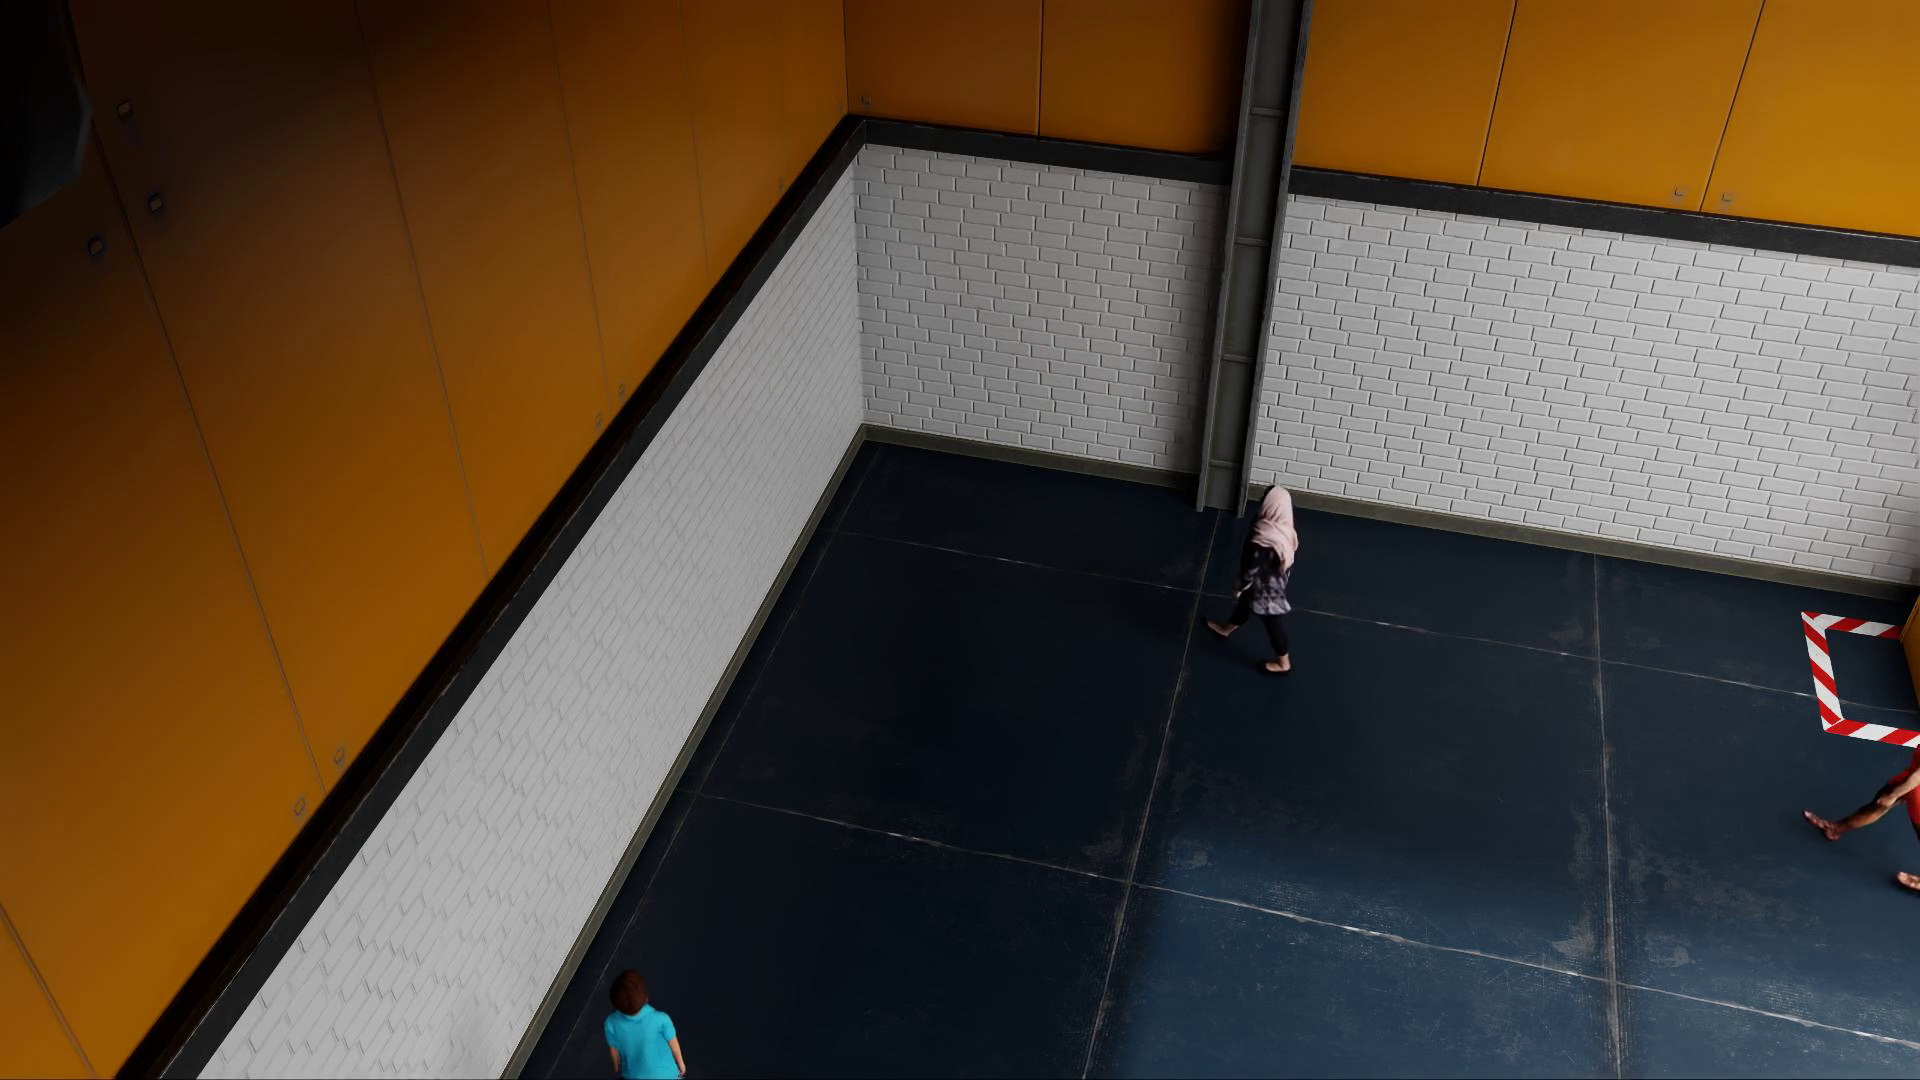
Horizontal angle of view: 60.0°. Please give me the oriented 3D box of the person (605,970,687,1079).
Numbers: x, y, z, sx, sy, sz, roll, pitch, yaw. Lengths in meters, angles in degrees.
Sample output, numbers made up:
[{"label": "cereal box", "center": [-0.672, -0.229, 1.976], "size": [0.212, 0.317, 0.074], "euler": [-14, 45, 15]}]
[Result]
[{"label": "person", "center": [-1.655, 2.841, 8.822], "size": [0.730, 1.442, 0.696], "euler": [1, 39, 1]}]

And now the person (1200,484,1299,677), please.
[{"label": "person", "center": [2.261, 0.327, 11.843], "size": [1.086, 1.601, 0.818], "euler": [20, 43, 23]}]

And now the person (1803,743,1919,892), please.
[{"label": "person", "center": [6.029, 1.563, 10.245], "size": [1.215, 1.664, 0.950], "euler": [28, 46, 31]}]
